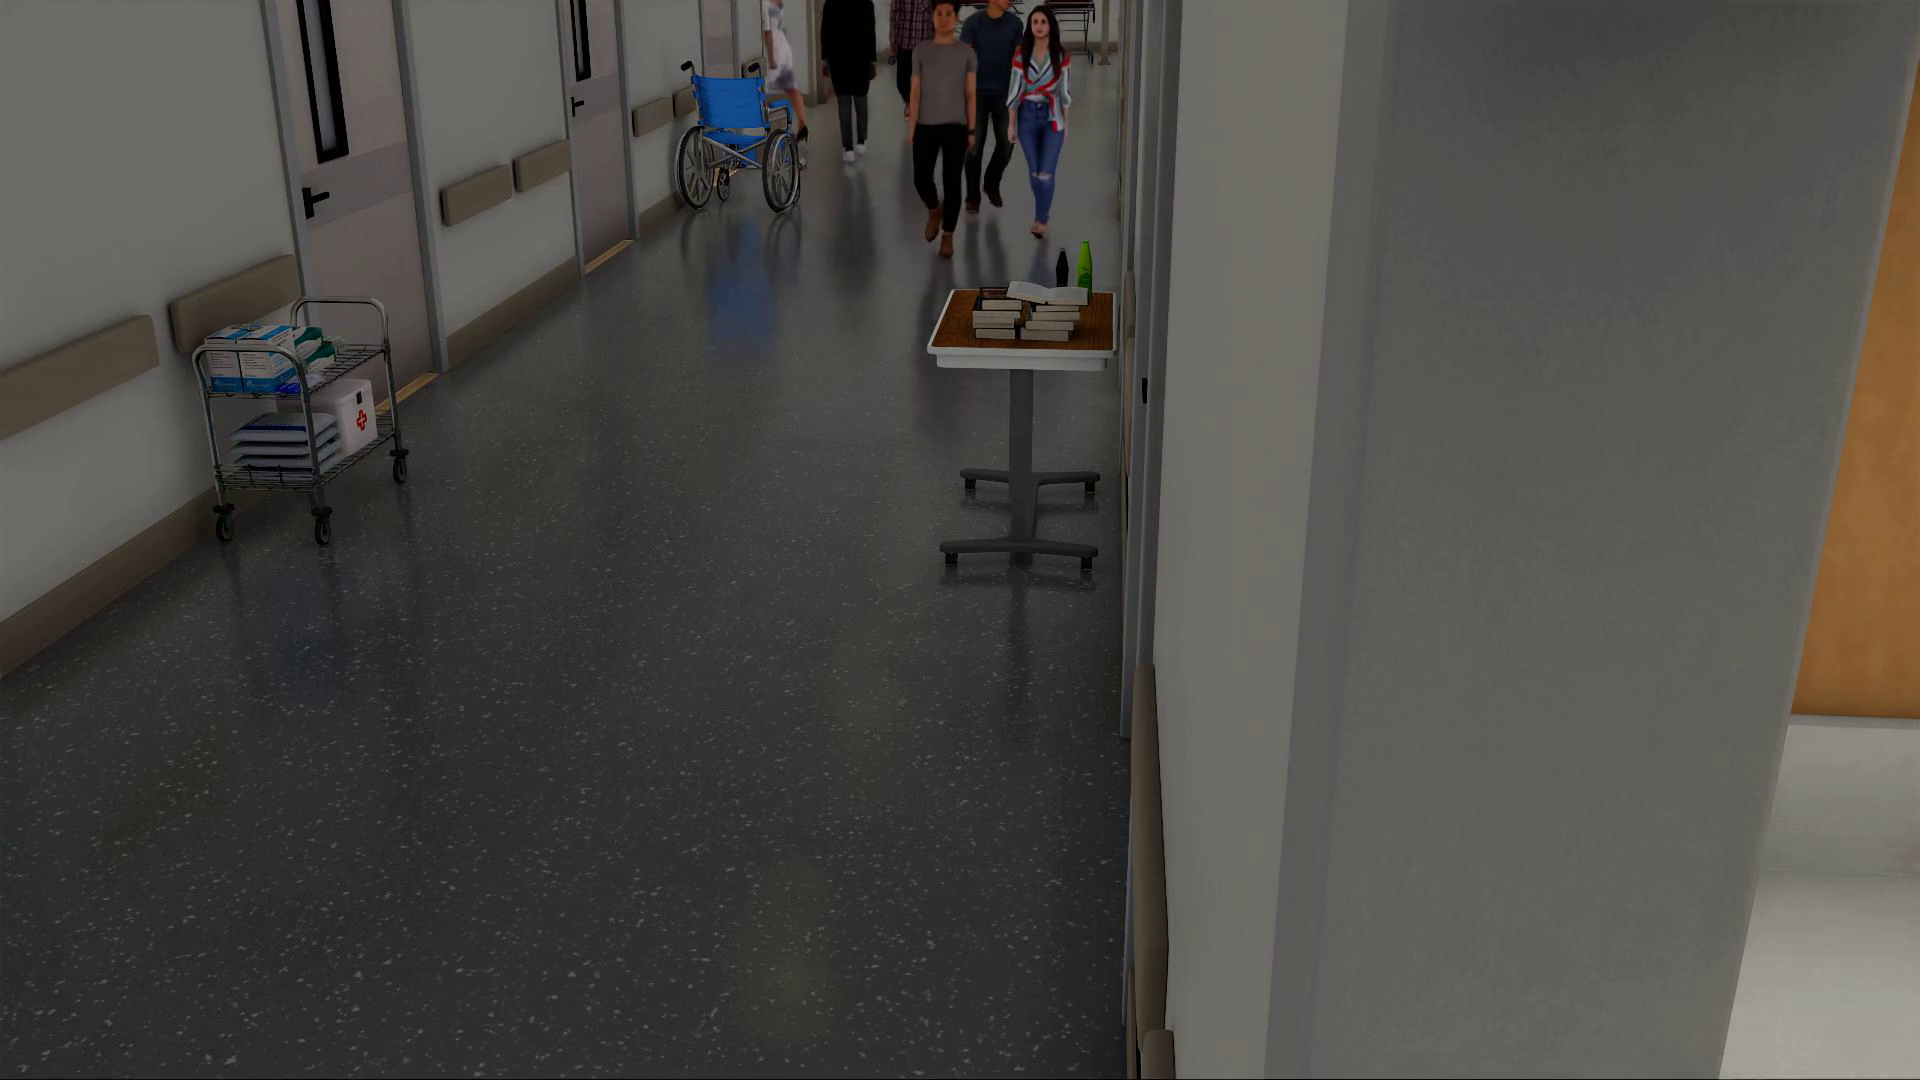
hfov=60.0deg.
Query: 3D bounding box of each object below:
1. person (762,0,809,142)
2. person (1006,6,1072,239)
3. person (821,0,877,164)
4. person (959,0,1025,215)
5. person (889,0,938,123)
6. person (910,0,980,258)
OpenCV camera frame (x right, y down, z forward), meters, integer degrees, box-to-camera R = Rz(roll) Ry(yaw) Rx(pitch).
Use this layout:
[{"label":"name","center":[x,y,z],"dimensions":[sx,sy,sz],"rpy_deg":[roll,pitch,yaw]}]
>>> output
[{"label":"person","center":[-1.770,-4.803,16.564],"dimensions":[0.972,1.702,1.110],"rpy_deg":[12,24,29]},{"label":"person","center":[0.580,-2.970,11.914],"dimensions":[0.658,1.566,1.099],"rpy_deg":[3,21,9]},{"label":"person","center":[-1.020,-4.354,15.335],"dimensions":[0.779,1.730,1.051],"rpy_deg":[-2,21,-6]},{"label":"person","center":[0.213,-3.442,12.853],"dimensions":[0.828,1.785,0.735],"rpy_deg":[-2,21,-4]},{"label":"person","center":[-0.493,-5.378,18.017],"dimensions":[0.739,1.747,0.829],"rpy_deg":[0,21,-1]},{"label":"person","center":[-0.110,-2.818,11.305],"dimensions":[0.615,1.714,0.764],"rpy_deg":[3,21,7]}]
